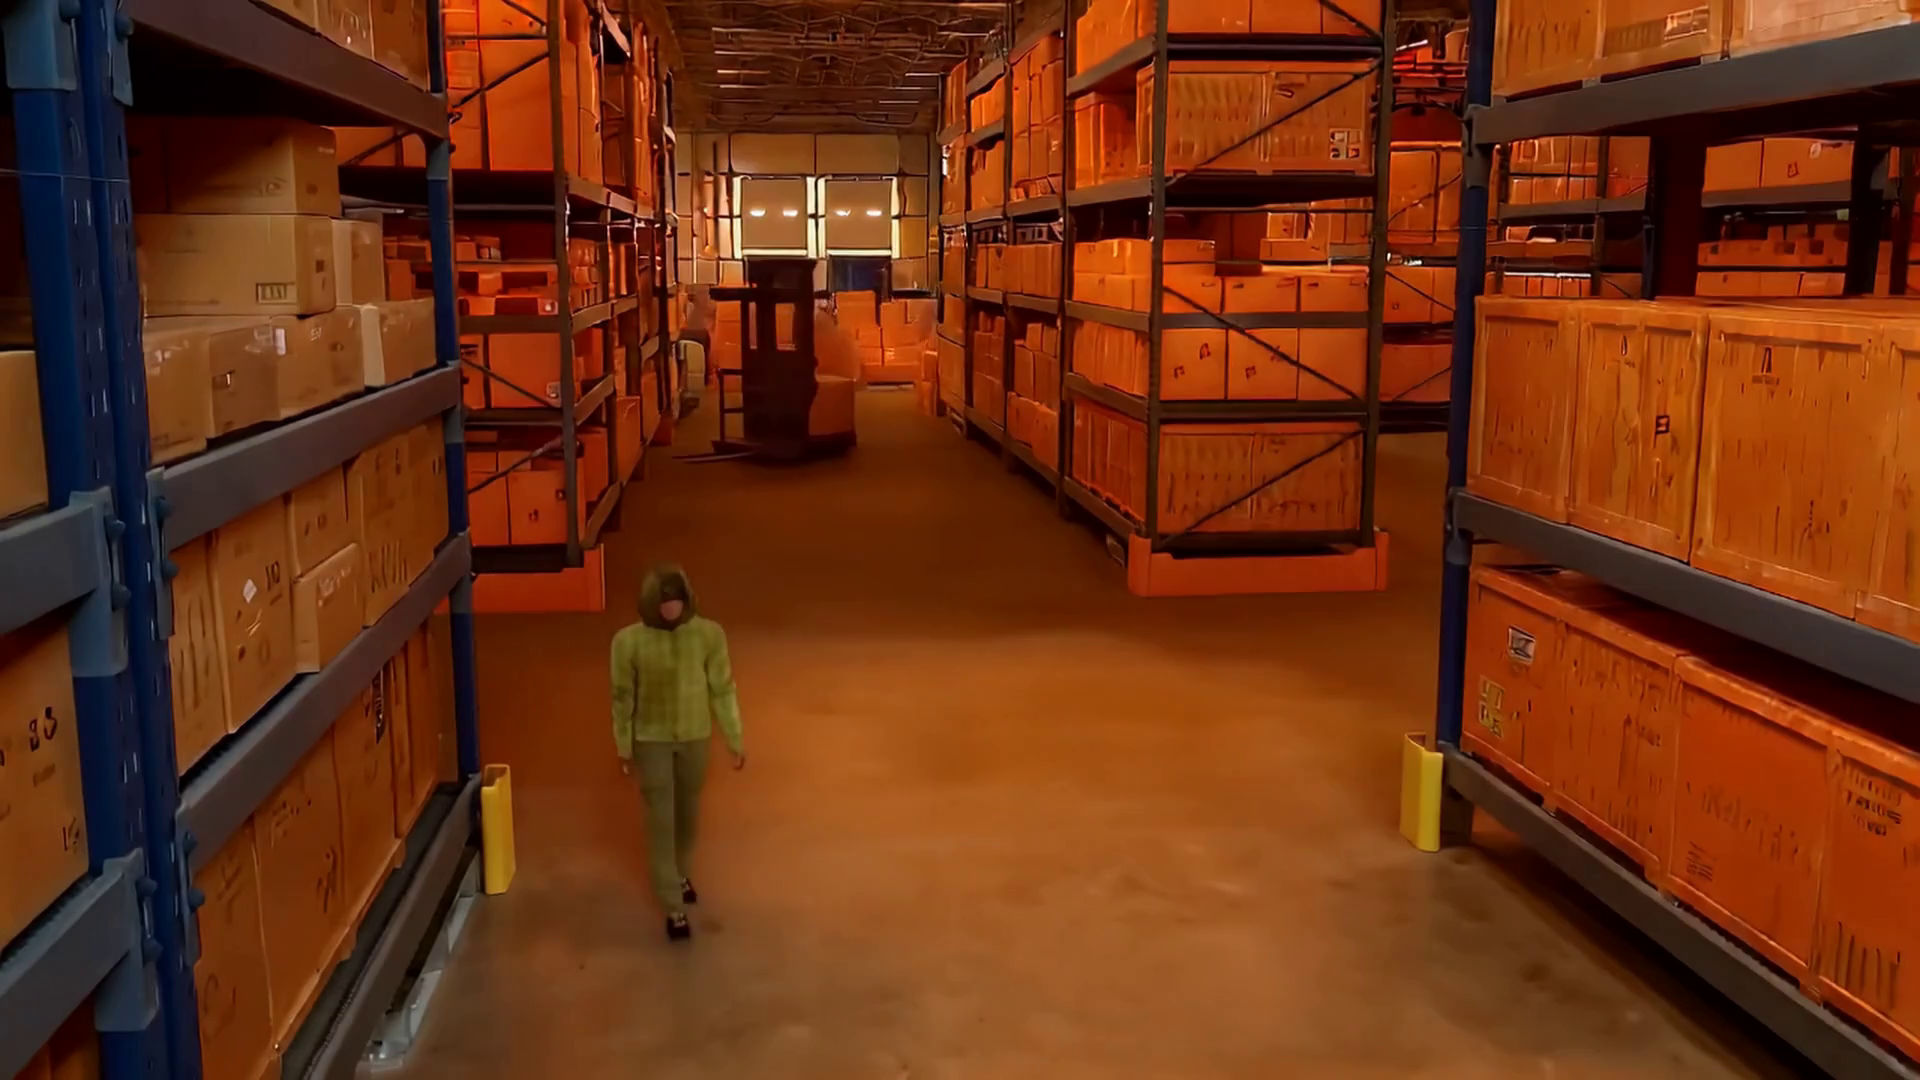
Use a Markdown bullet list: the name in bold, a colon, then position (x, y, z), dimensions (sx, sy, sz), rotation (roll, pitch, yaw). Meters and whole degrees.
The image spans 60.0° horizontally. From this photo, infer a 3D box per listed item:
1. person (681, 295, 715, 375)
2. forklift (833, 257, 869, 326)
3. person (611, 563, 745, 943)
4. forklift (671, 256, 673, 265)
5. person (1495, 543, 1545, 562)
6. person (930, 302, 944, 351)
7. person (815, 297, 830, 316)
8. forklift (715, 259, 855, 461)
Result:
- **person**: position (-6.324, -4.828, 39.418), dimensions (1.032, 1.948, 0.640), rotation (-3, 10, -19)
- **forklift**: position (-2.970, -6.678, 47.442), dimensions (1.873, 2.768, 1.129), rotation (6, 11, 30)
- **person**: position (-1.208, 0.891, 7.127), dimensions (0.515, 1.591, 0.859), rotation (-4, 10, -22)
- **forklift**: position (-10.987, -9.066, 61.344), dimensions (1.129, 2.768, 1.873), rotation (-1, 10, -7)
- **person**: position (3.263, 0.329, 9.496), dimensions (0.427, 1.895, 0.667), rotation (-5, 11, -25)
- **person**: position (-0.451, -3.989, 34.650), dimensions (0.806, 1.888, 0.575), rotation (-5, 11, -27)
- **person**: position (-3.284, -4.907, 40.021), dimensions (1.000, 1.895, 0.642), rotation (-4, 10, -21)
- **forklift**: position (-2.487, -2.634, 23.901), dimensions (1.129, 2.768, 1.873), rotation (7, 12, 37)
